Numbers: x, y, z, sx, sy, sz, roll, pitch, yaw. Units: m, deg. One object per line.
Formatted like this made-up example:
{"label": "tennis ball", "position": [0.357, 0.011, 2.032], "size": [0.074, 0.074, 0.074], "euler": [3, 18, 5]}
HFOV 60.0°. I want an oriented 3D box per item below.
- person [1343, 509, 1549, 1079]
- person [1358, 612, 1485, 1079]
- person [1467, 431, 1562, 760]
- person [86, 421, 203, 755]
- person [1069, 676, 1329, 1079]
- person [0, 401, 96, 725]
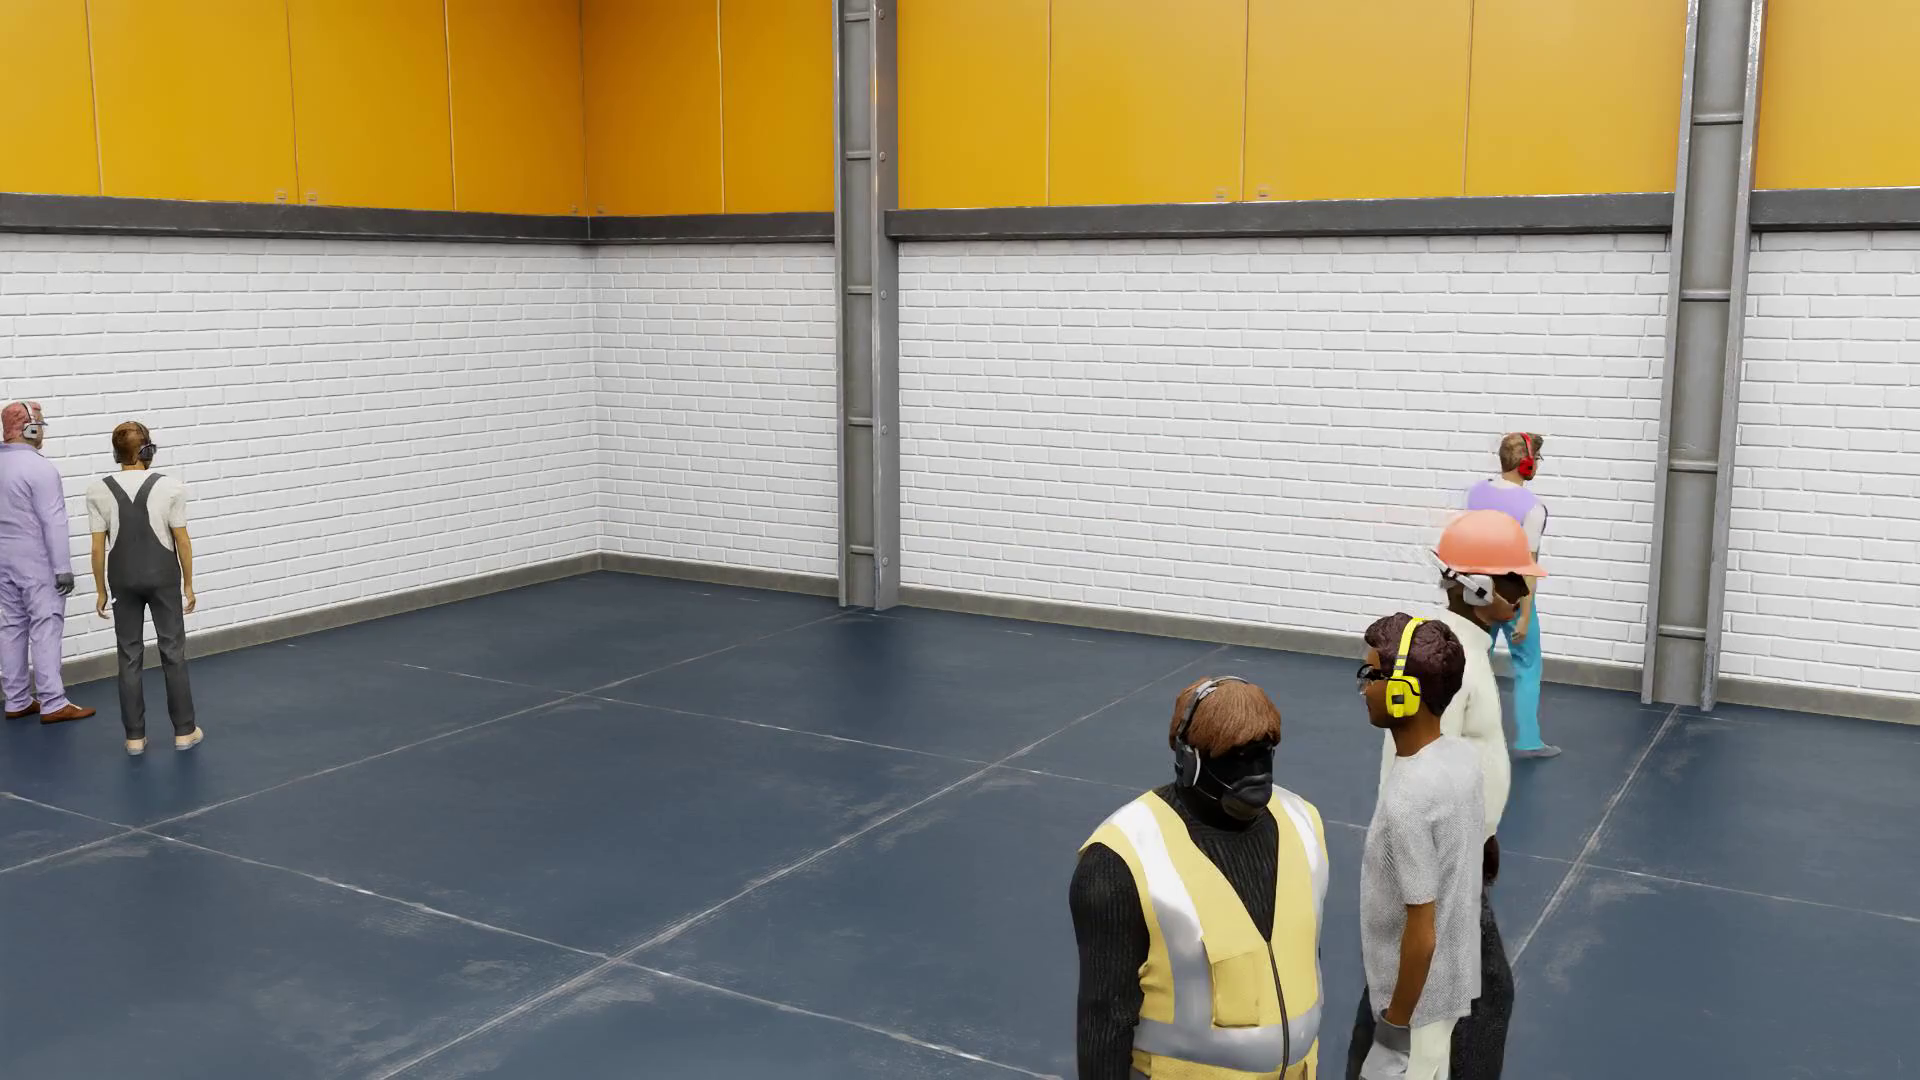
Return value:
{"label": "person", "position": [1.478, 0.898, 4.805], "size": [0.794, 1.972, 0.663], "euler": [3, 10, 18]}
{"label": "person", "position": [1.061, 1.095, 3.925], "size": [0.309, 1.868, 0.535], "euler": [5, 10, 28]}
{"label": "person", "position": [2.867, 0.318, 8.951], "size": [0.825, 1.817, 0.579], "euler": [-4, 10, -23]}
{"label": "person", "position": [-4.499, 0.267, 9.178], "size": [0.505, 1.842, 0.348], "euler": [-3, 10, -17]}
{"label": "person", "position": [0.529, 1.180, 3.477], "size": [0.634, 1.841, 0.429], "euler": [-6, 11, -31]}
{"label": "person", "position": [-5.469, 0.132, 9.824], "size": [0.651, 1.904, 0.403], "euler": [4, 10, 24]}
